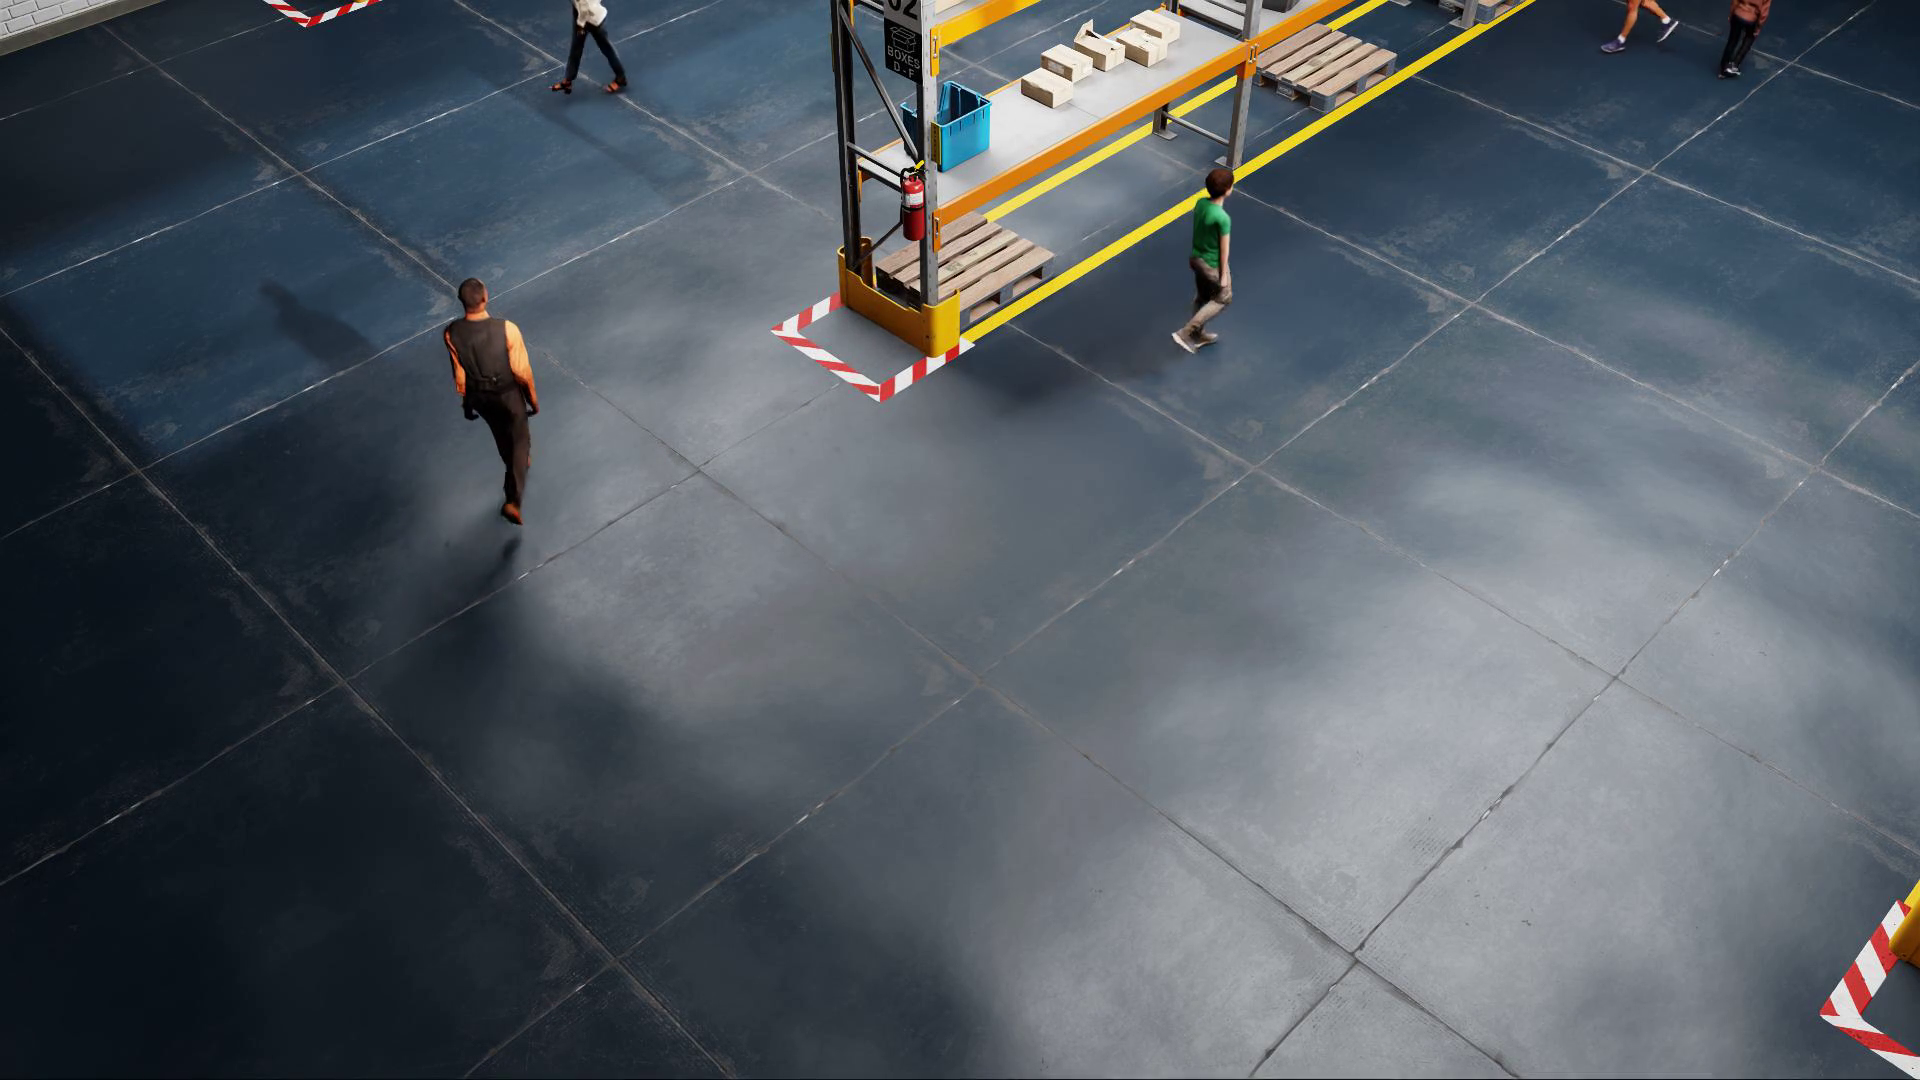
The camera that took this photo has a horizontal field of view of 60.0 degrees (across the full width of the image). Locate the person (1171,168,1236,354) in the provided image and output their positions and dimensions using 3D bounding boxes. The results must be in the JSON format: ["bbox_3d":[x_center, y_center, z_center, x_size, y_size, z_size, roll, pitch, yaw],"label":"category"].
[{"bbox_3d":[1.896,-2.150,13.086,0.824,1.639,0.729,-18,47,-18],"label":"person"}]

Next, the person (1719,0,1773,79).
[{"bbox_3d":[7.786,-5.180,16.553,0.549,1.245,0.513,31,52,29],"label":"person"}]

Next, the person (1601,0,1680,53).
[{"bbox_3d":[7.049,-5.721,16.757,1.096,1.746,0.993,-3,44,-3],"label":"person"}]

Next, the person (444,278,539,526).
[{"bbox_3d":[-3.257,-0.940,11.641,1.194,1.882,1.256,0,44,0],"label":"person"}]

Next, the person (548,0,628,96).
[{"bbox_3d":[-3.518,-5.100,16.174,1.096,1.651,0.841,-19,47,-19],"label":"person"}]
